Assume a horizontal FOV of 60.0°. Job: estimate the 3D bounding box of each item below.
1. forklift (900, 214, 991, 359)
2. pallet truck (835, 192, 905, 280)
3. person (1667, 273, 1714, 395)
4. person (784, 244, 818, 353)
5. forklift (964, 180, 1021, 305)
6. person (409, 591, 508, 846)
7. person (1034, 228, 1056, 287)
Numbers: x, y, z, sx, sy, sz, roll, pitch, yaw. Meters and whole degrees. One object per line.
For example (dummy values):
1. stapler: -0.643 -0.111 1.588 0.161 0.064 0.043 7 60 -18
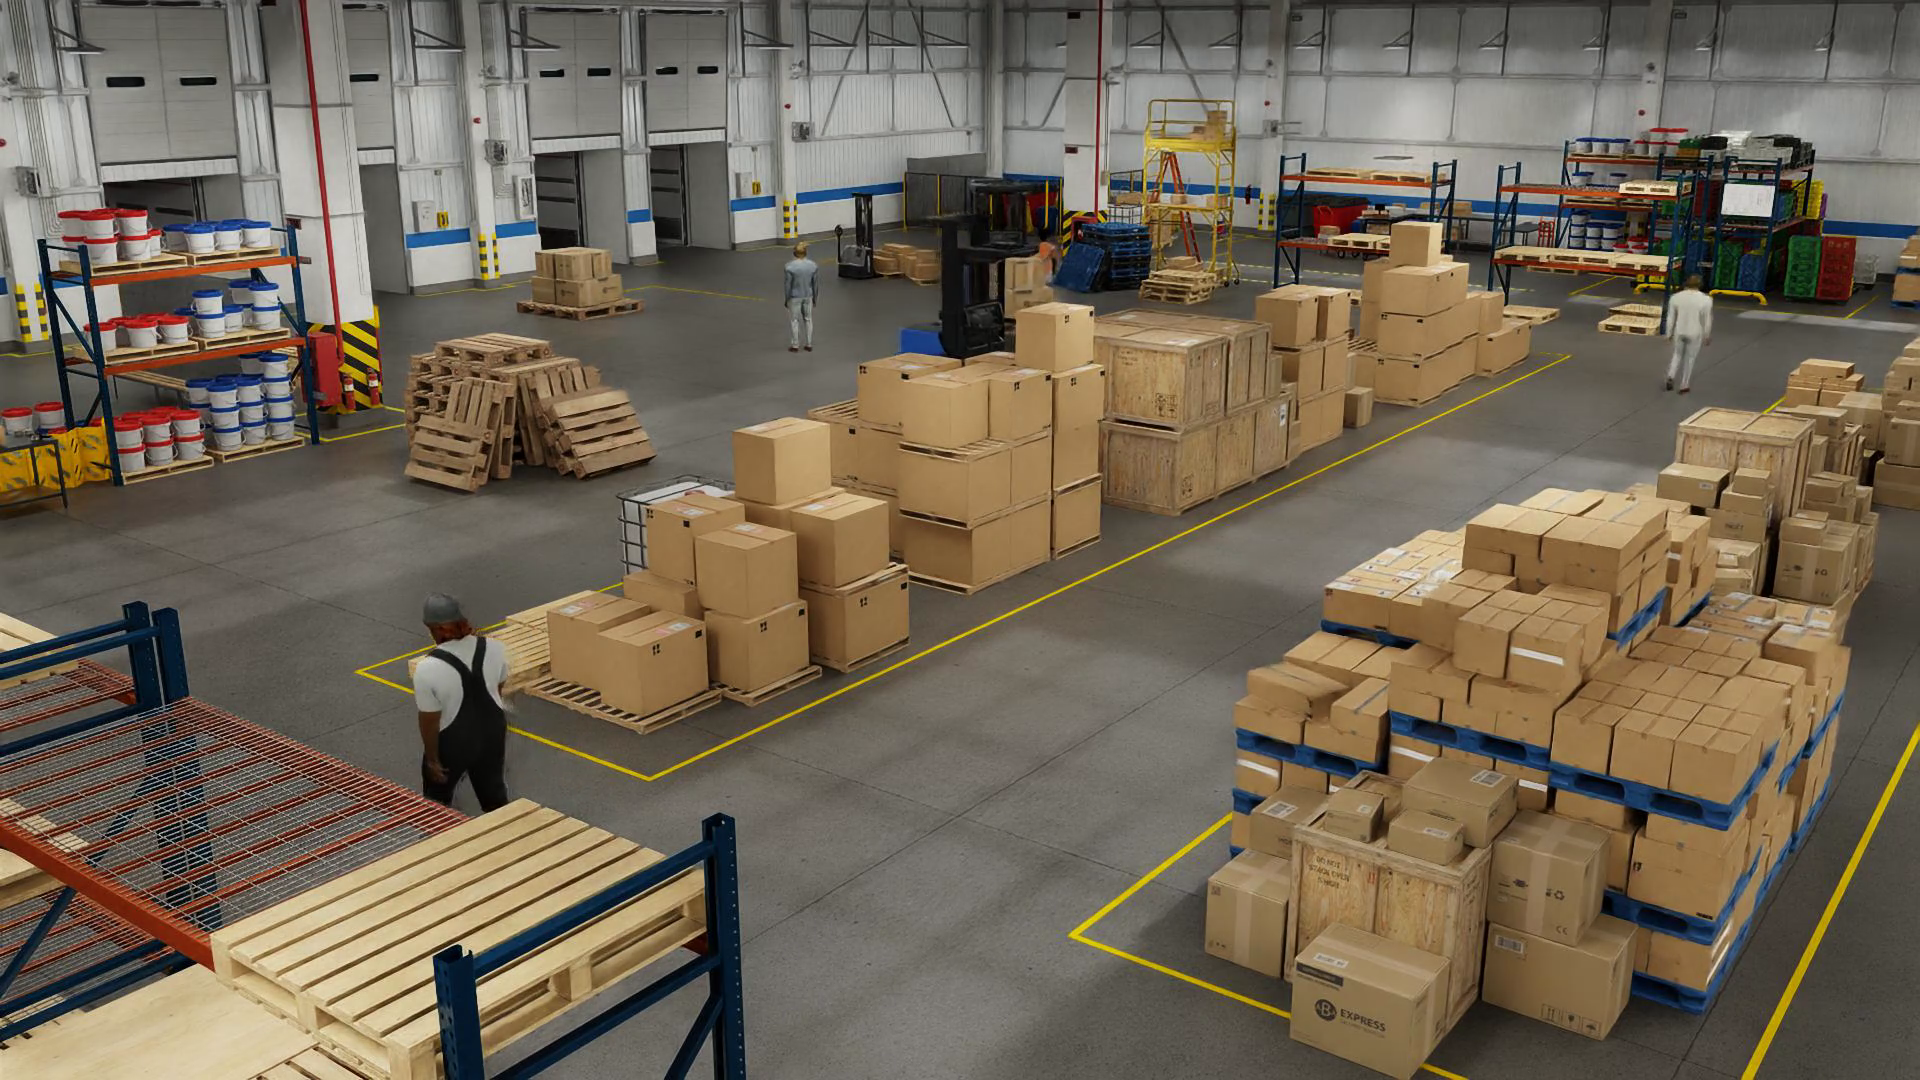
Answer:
1. forklift: 0.070 -3.574 25.607 1.873 2.768 1.129 12 21 35
2. pallet truck: -1.936 -7.159 38.982 1.885 1.965 0.823 -12 21 -34
3. person: 11.455 -3.235 26.117 0.428 1.920 0.632 -16 23 -42
4. person: -2.831 -4.310 29.677 0.634 1.929 0.380 -9 19 -26
5. forklift: 0.678 -5.510 32.020 1.129 2.768 1.873 -2 17 -7
6. person: -3.363 1.256 11.044 0.941 2.000 0.694 15 23 41
7. person: 1.715 -5.588 34.304 0.546 1.680 0.560 -1 17 -3
